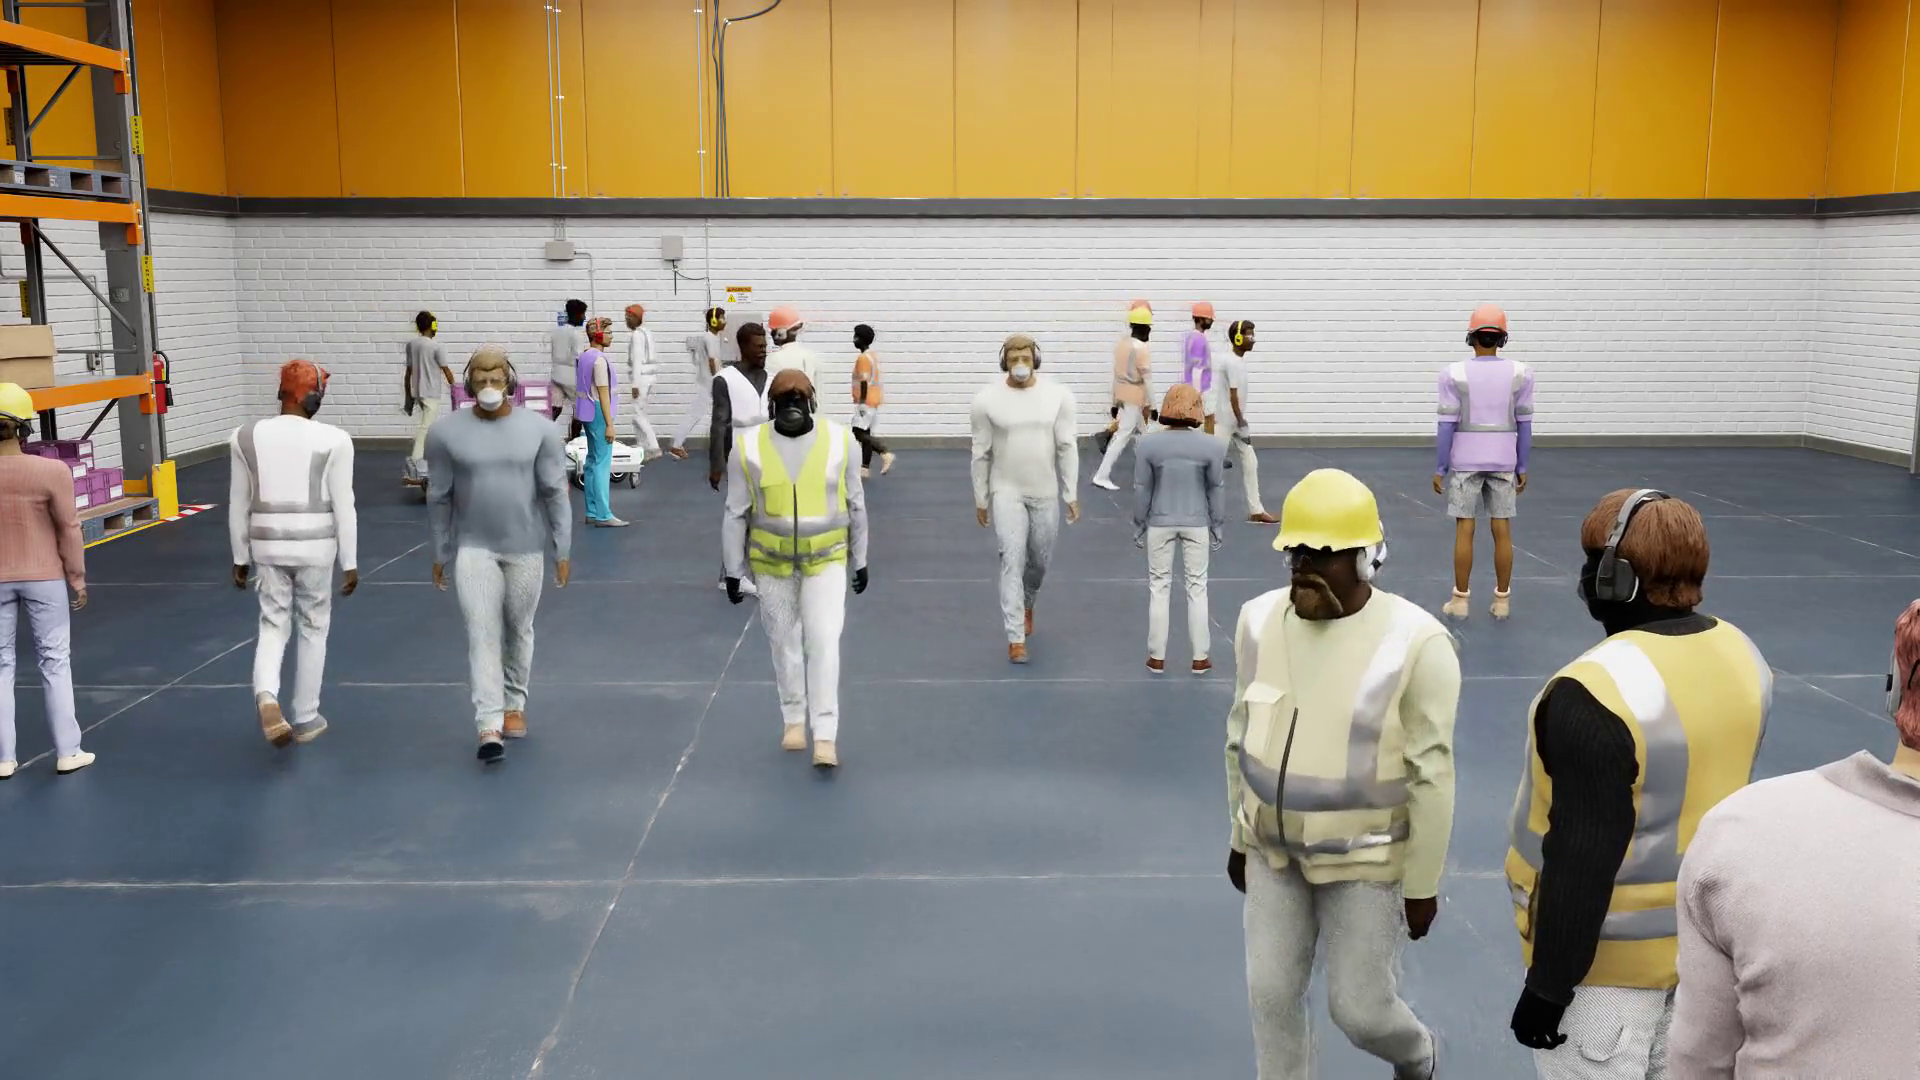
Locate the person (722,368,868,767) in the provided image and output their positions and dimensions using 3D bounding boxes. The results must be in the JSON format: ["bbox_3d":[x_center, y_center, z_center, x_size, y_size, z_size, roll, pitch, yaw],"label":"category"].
[{"bbox_3d":[-0.757,0.134,7.583,0.662,1.807,0.863,0,9,-1],"label":"person"}]

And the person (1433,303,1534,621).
[{"bbox_3d":[3.361,-0.494,10.727,0.605,2.045,0.385,1,9,5],"label":"person"}]

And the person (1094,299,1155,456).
[{"bbox_3d":[2.019,-1.894,19.723,0.746,1.915,0.558,1,9,5],"label":"person"}]

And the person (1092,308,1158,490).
[{"bbox_3d":[1.785,-1.450,17.129,1.012,1.878,0.612,-3,10,-20],"label":"person"}]

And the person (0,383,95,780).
[{"bbox_3d":[-4.179,0.187,7.410,0.533,1.768,0.310,-3,10,-16],"label":"person"}]

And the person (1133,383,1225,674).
[{"bbox_3d":[1.225,-0.062,9.336,0.507,1.632,0.268,1,9,8],"label":"person"}]

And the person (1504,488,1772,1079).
[{"bbox_3d":[1.319,0.811,3.348,0.633,1.842,0.429,-7,12,-38],"label":"person"}]

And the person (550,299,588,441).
[{"bbox_3d":[-4.728,-1.888,19.698,0.738,1.911,0.820,9,13,44],"label":"person"}]

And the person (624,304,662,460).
[{"bbox_3d":[-3.771,-1.858,19.678,0.423,1.868,0.667,0,9,-1],"label":"person"}]

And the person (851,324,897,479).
[{"bbox_3d":[-0.964,-1.470,17.795,0.474,1.683,0.550,1,9,4],"label":"person"}]

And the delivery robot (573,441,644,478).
[{"bbox_3d":[-3.623,-0.847,17.161,0.707,0.478,0.477,-2,9,-13],"label":"delivery robot"}]

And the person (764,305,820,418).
[{"bbox_3d":[-1.381,-0.876,13.294,0.438,1.978,0.620,4,10,24],"label":"person"}]

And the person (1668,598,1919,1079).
[{"bbox_3d":[1.253,0.974,2.152,0.403,1.906,0.651,-7,12,-37],"label":"person"}]

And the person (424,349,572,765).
[{"bbox_3d":[-2.129,0.072,7.725,0.655,1.888,0.985,-3,10,-16],"label":"person"}]

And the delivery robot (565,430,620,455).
[{"bbox_3d":[-3.959,-0.917,17.592,0.707,0.478,0.477,-9,12,-43],"label":"delivery robot"}]

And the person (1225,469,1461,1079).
[{"bbox_3d":[0.936,0.715,4.050,0.599,1.815,0.588,9,13,44],"label":"person"}]

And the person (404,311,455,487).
[{"bbox_3d":[-5.493,-1.486,17.494,0.550,1.812,0.970,6,11,34],"label":"person"}]

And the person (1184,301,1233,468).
[{"bbox_3d":[2.644,-1.753,18.860,0.870,1.914,0.544,0,9,-3],"label":"person"}]

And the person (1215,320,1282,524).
[{"bbox_3d":[2.370,-1.042,14.812,0.964,1.822,0.509,4,10,22],"label":"person"}]

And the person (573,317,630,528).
[{"bbox_3d":[-3.183,-1.030,14.622,0.390,1.846,0.565,-5,11,-29],"label":"person"}]

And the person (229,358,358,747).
[{"bbox_3d":[-3.147,0.082,7.807,0.594,1.858,0.683,-1,9,-4],"label":"person"}]

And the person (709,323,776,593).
[{"bbox_3d":[-1.361,-0.542,11.477,0.818,1.888,0.629,6,11,31],"label":"person"}]

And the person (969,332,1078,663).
[{"bbox_3d":[0.366,-0.284,9.874,0.631,1.911,0.909,-1,9,-6],"label":"person"}]

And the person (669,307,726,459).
[{"bbox_3d":[-3.011,-1.856,19.810,0.992,1.826,0.482,0,9,1],"label":"person"}]
